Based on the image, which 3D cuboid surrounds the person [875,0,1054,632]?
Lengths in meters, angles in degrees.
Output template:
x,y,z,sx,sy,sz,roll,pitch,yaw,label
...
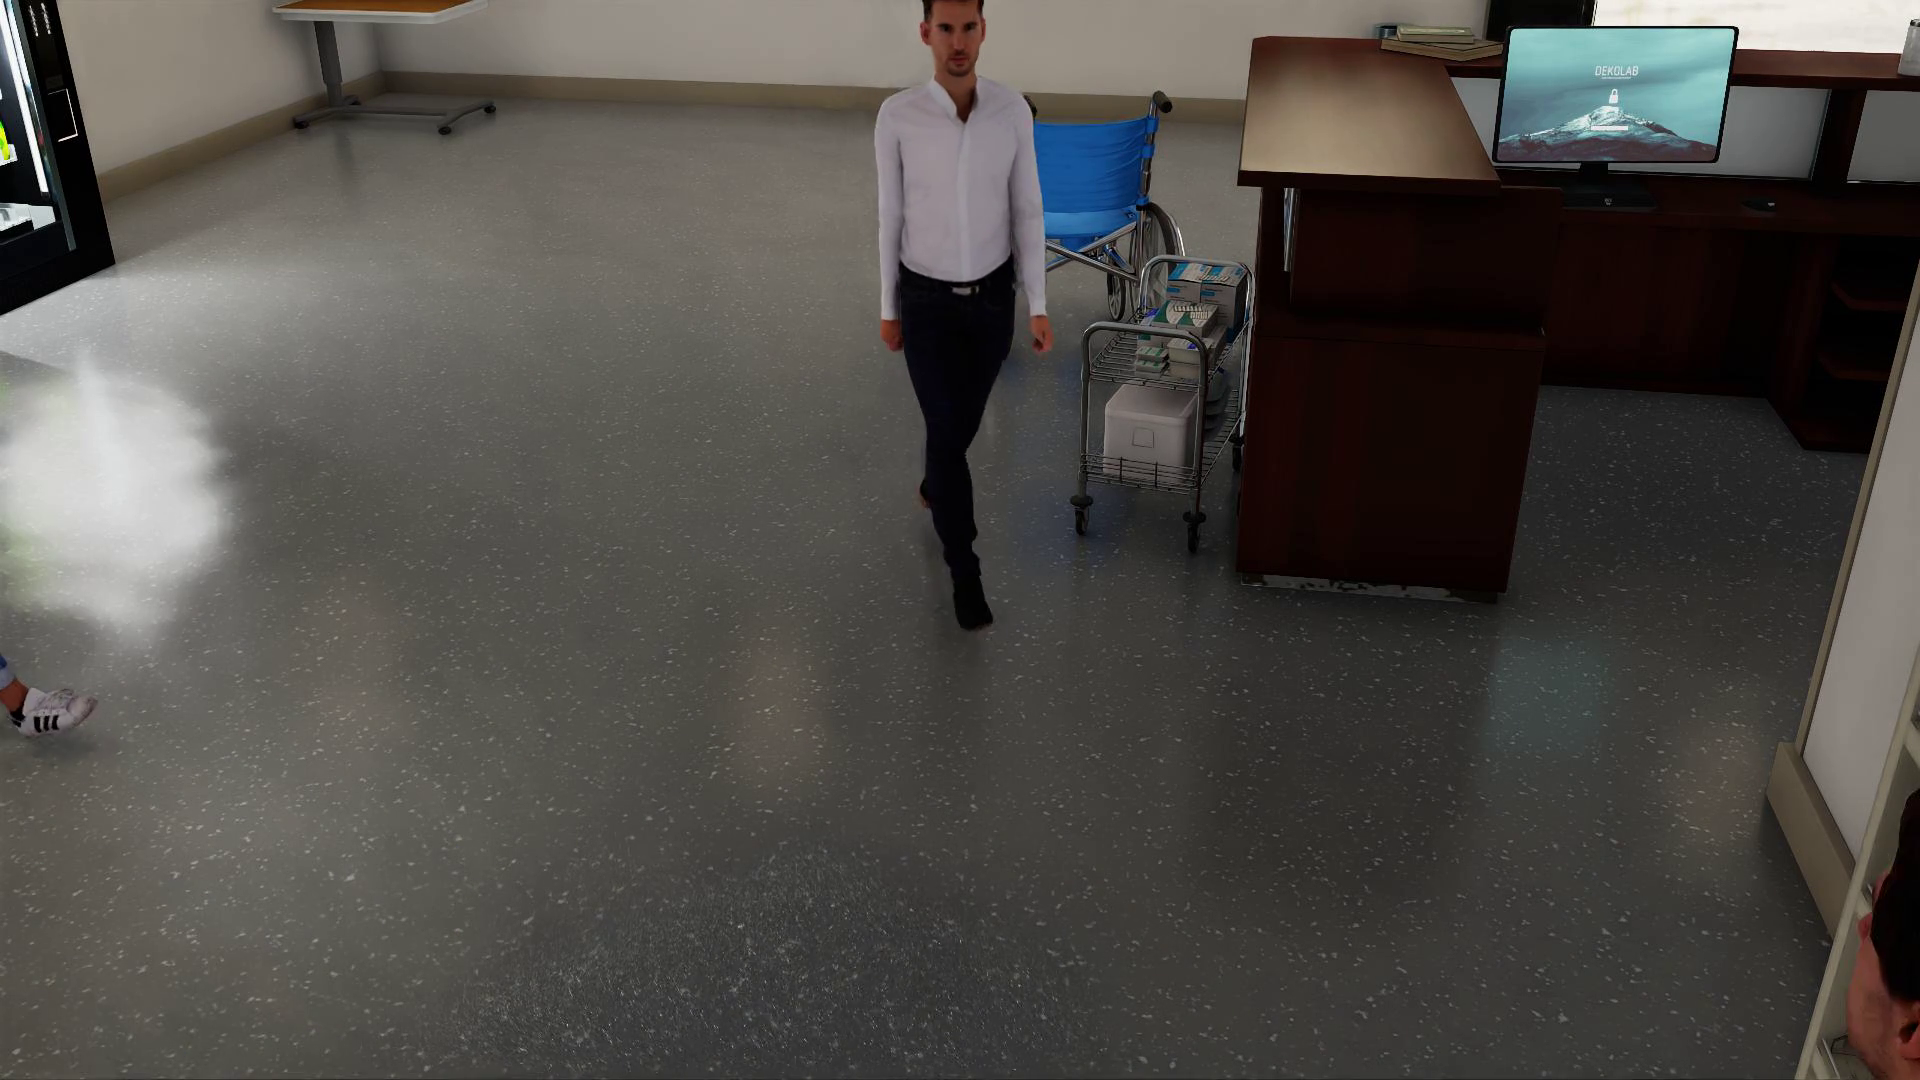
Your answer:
x,y,z,sx,sy,sz,roll,pitch,yaw,label
-0.020,-0.748,5.032,0.989,1.820,1.321,-6,26,-11,person
